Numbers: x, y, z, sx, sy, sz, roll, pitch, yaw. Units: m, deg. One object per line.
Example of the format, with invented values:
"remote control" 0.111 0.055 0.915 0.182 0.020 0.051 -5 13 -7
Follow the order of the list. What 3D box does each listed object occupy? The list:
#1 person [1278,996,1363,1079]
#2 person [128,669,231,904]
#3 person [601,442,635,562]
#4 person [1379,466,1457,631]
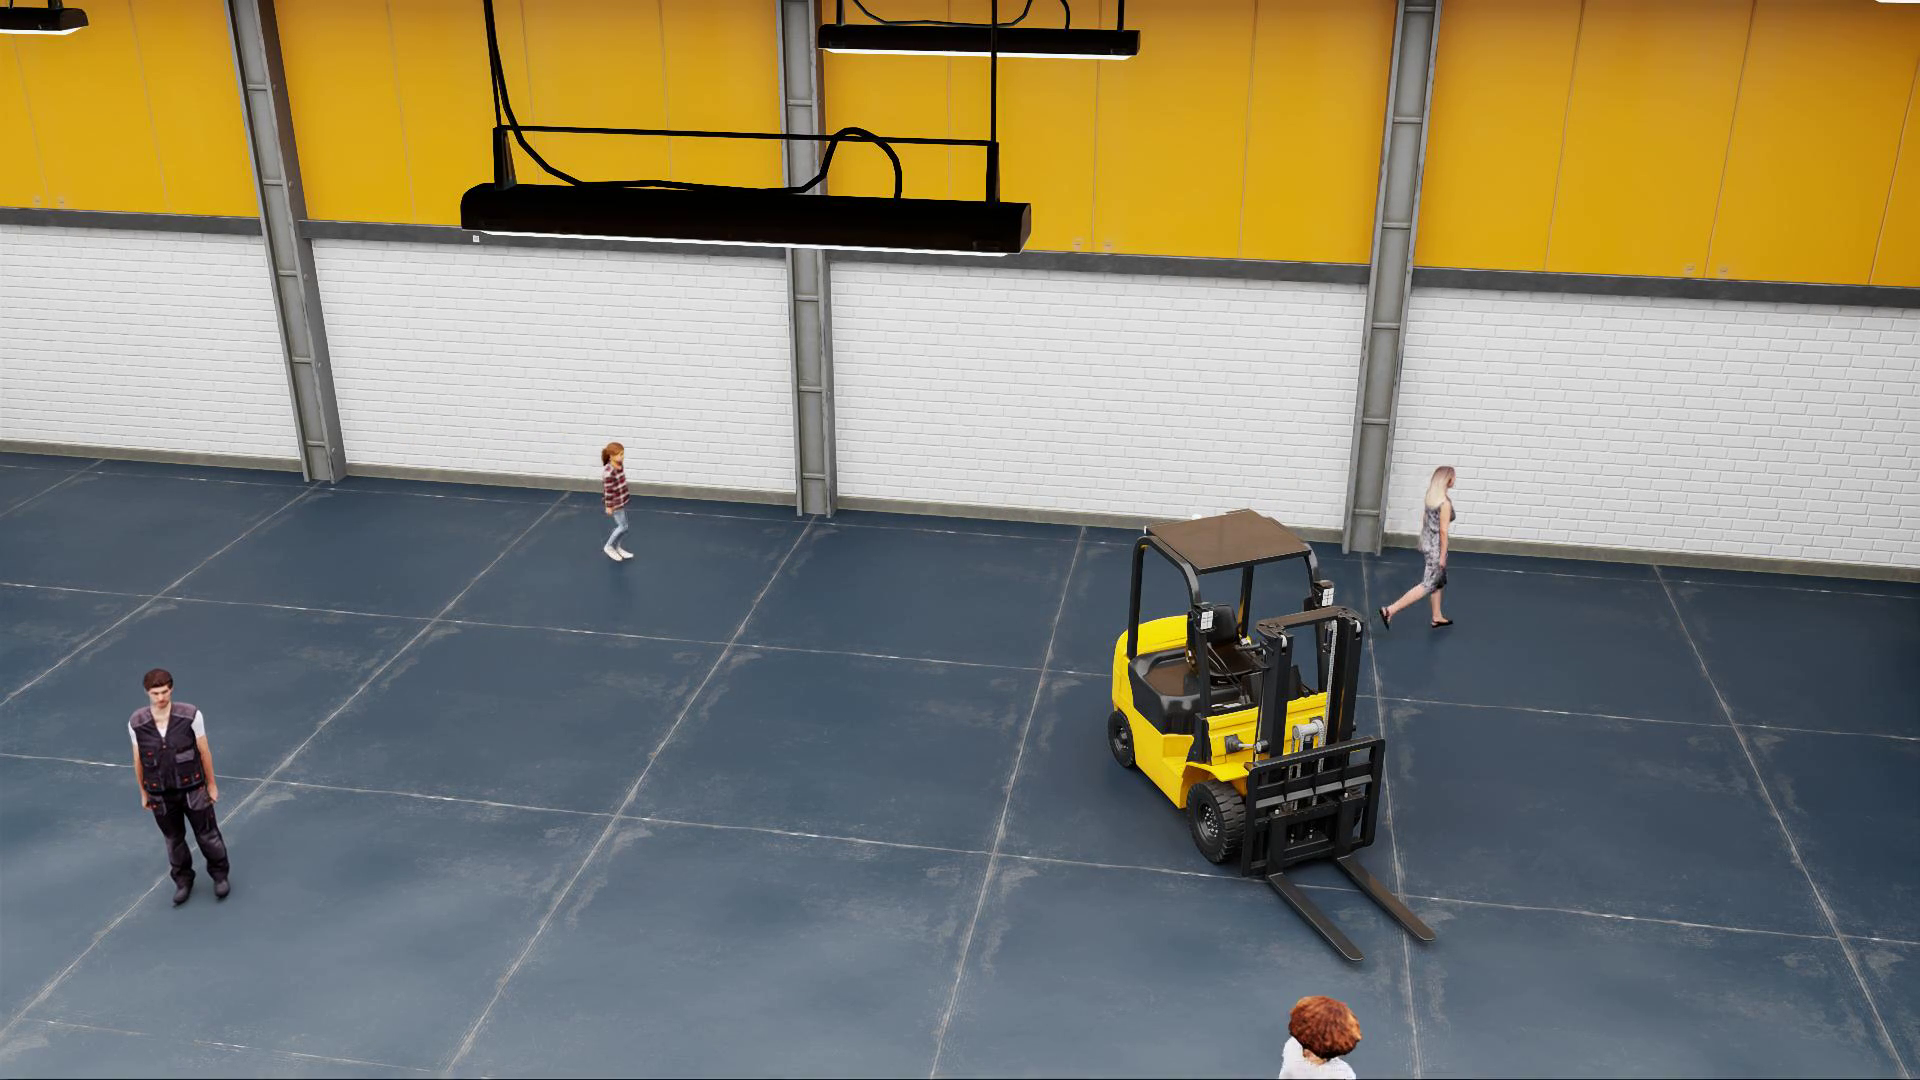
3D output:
"person" 1.788 3.164 8.701 1.123 1.674 1.079 -18 29 -35
"person" -5.533 1.730 11.772 0.688 1.843 0.807 -6 24 -14
"person" -3.646 -0.411 17.350 0.505 1.297 0.515 5 24 11
"person" 4.371 0.114 15.670 1.131 1.682 0.816 -4 24 -9
